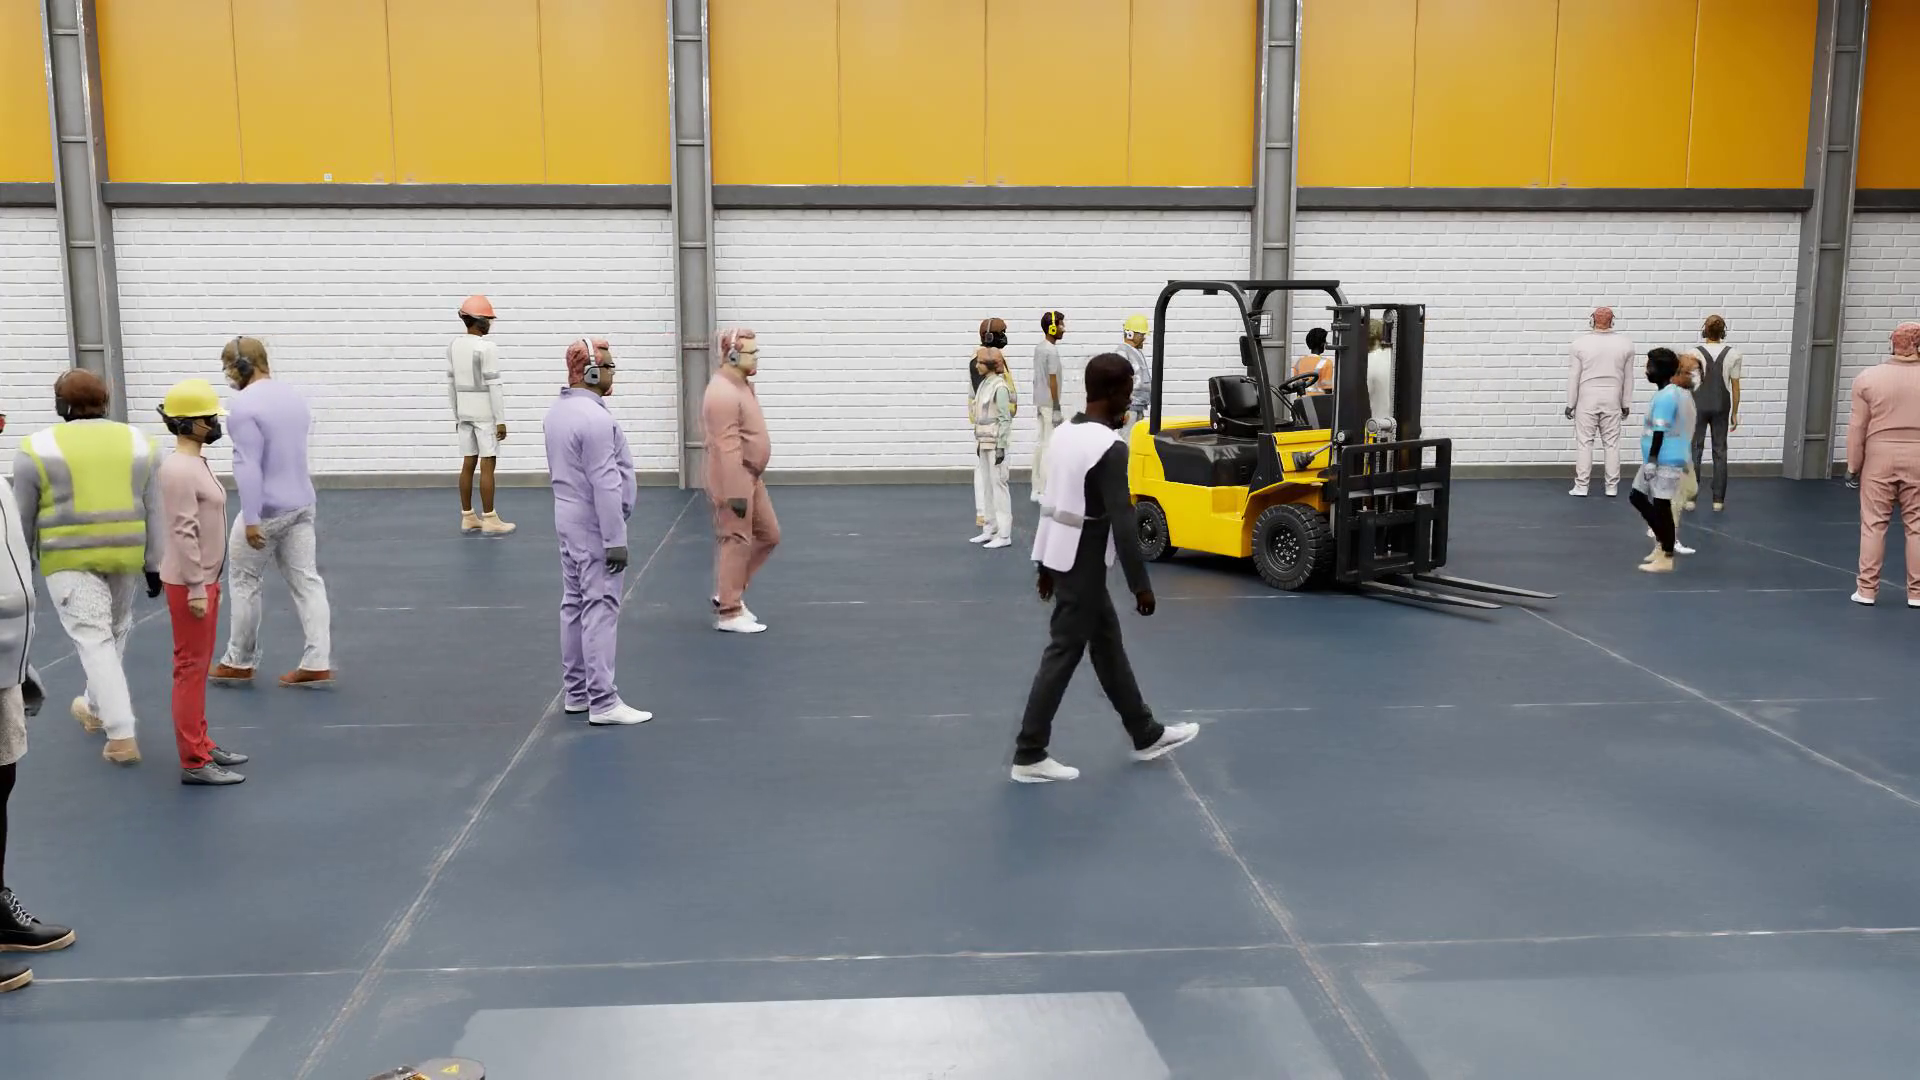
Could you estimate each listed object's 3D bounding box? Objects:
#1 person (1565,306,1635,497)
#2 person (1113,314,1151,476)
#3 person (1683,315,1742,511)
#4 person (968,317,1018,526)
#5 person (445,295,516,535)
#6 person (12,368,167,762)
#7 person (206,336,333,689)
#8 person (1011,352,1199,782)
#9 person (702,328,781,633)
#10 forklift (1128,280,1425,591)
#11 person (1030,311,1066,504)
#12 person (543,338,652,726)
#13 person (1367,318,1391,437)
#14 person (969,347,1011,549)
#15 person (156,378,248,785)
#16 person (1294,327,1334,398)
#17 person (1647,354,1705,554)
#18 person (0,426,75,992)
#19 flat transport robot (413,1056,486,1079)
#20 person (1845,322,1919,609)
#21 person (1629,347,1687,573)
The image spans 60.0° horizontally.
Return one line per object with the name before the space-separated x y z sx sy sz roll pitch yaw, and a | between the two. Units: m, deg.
person | 6.359 -1.372 16.592 0.644 1.907 0.399 1 9 6
person | 1.727 -1.344 16.675 0.403 1.825 0.586 3 10 20
person | 7.038 -1.187 15.624 0.513 1.845 0.340 2 9 15
person | 0.293 -1.043 14.727 0.429 1.842 0.633 2 9 13
person | -4.100 -1.064 14.237 0.615 2.041 0.376 6 11 33
person | -4.045 0.103 7.738 0.988 1.796 0.624 8 12 41
person | -3.748 -0.138 8.894 0.888 1.886 0.648 2 9 14
person | 0.649 0.128 7.271 0.988 1.875 0.608 -2 9 -14
person | -1.341 -0.356 10.265 0.441 1.887 0.668 0 9 3
forklift | 2.301 -0.860 12.475 1.214 2.155 2.313 -6 11 -35
person | 0.866 -1.285 16.169 0.310 1.868 0.532 -3 9 -16
person | -1.799 -0.041 8.236 0.410 1.909 0.642 -6 11 -34
person | 3.425 -0.848 13.440 1.001 1.887 0.635 8 12 40
person | 0.262 -0.751 13.539 0.310 1.636 0.523 -3 10 -19
person | -3.321 0.181 7.282 0.318 1.769 0.522 -3 10 -18
person | 3.581 -1.300 16.829 0.318 1.695 0.534 -5 10 -28
person | 5.694 -0.676 13.174 0.324 1.603 0.537 5 10 26
person | -3.094 0.409 5.219 0.369 1.967 0.600 0 9 -3
flat transport robot | -1.535 1.517 3.572 0.652 0.197 1.431 8 12 41
person | 6.261 -0.494 11.097 0.644 1.903 0.399 4 10 24
person | 5.194 -0.586 12.365 0.381 1.684 0.541 3 10 19
